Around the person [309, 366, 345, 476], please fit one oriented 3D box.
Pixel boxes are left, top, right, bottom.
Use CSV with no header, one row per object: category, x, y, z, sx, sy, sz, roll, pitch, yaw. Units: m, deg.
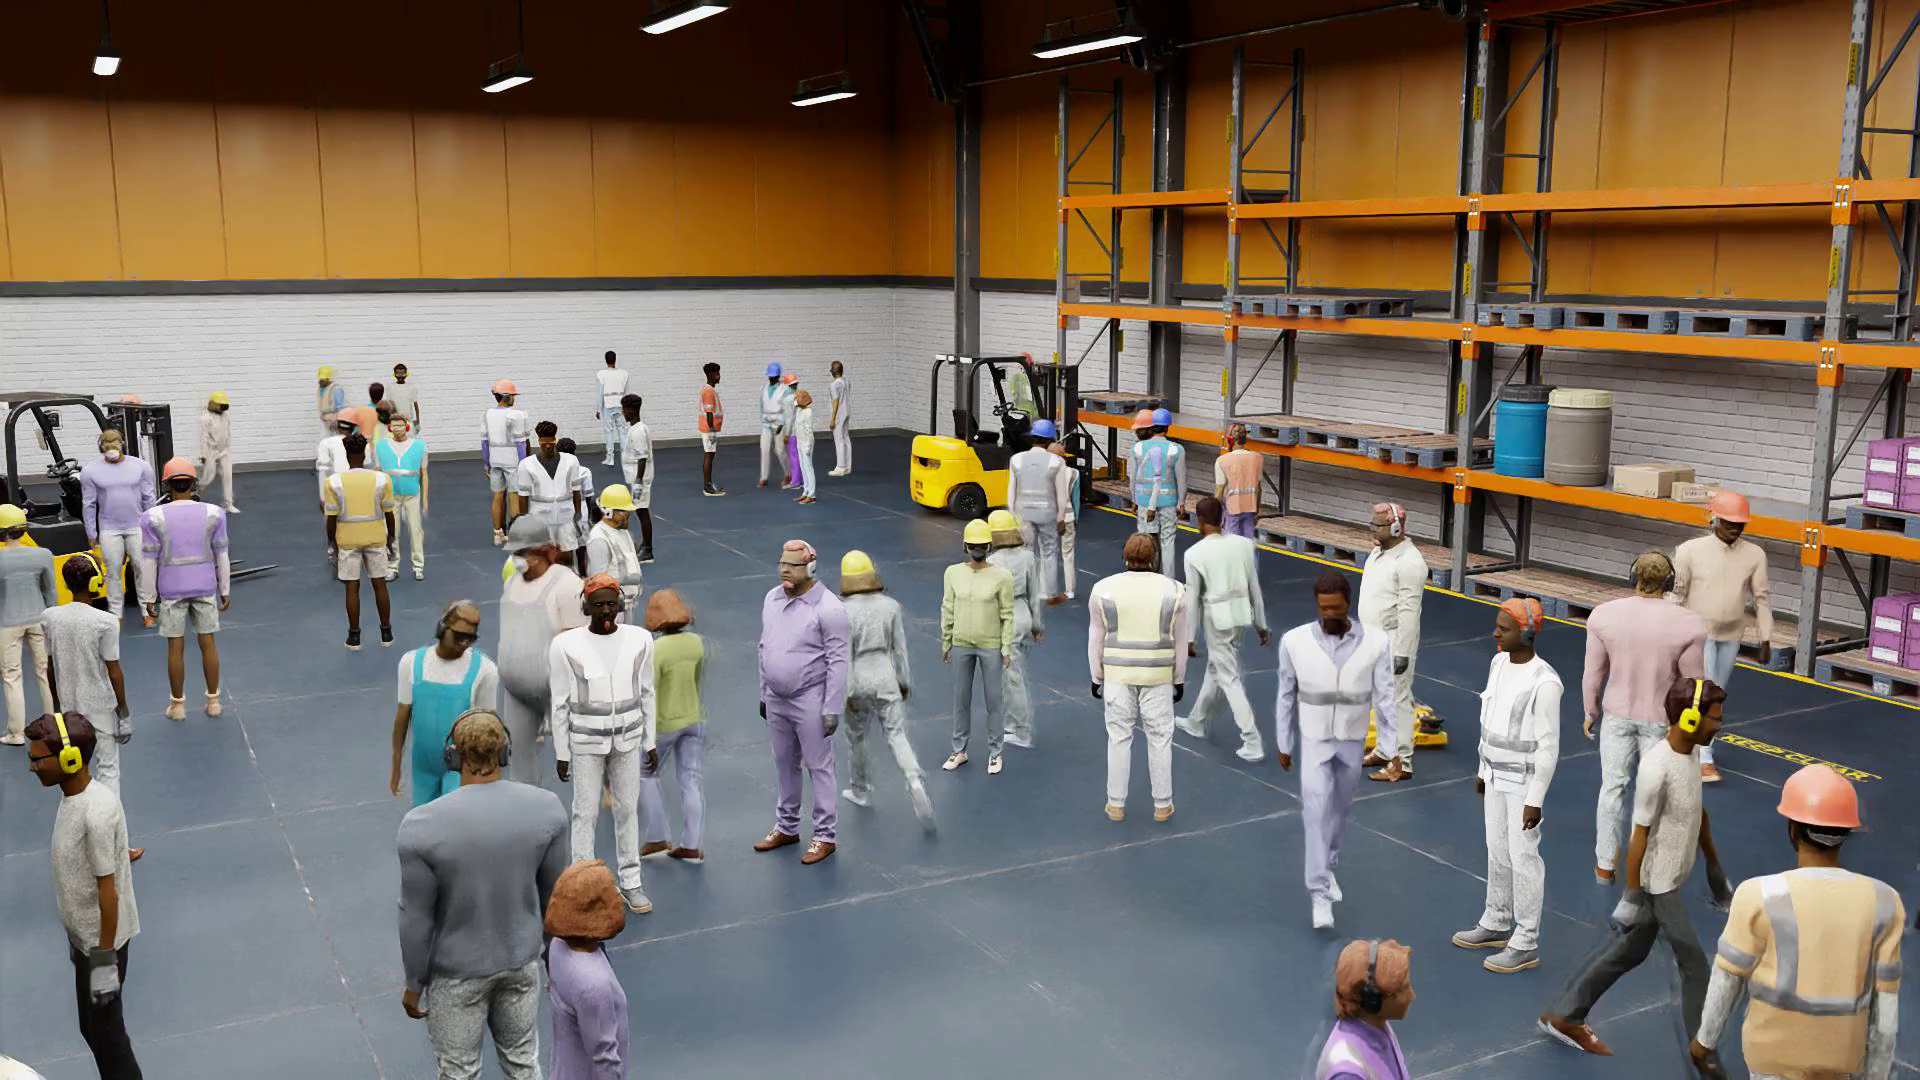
person,-10.031,-1.896,26.508,0.617,1.775,0.910,6,12,31

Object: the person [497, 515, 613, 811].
person,-2.501,0.794,10.291,0.681,2.000,0.877,5,11,28

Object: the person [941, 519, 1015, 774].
person,0.118,0.728,11.451,0.526,1.772,0.303,3,10,18

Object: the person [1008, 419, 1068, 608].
person,0.782,-0.240,16.639,0.621,1.918,0.647,3,10,17

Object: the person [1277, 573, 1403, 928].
person,2.033,1.114,8.904,0.623,1.873,0.924,0,10,0

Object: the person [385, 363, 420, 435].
person,-8.669,-1.819,25.868,0.509,1.860,0.334,-2,10,-13

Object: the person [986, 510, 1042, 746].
person,0.304,0.629,12.153,0.481,1.711,0.670,-10,14,-44

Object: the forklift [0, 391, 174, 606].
forklift,-9.026,-0.363,16.508,1.214,2.155,2.313,6,11,29

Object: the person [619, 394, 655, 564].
person,-3.711,-0.708,19.166,0.377,1.960,0.609,-2,10,-10

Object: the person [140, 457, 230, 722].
person,-5.918,0.377,12.746,0.611,2.030,0.410,-7,12,-35

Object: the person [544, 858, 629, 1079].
person,-1.199,1.835,5.462,0.280,1.636,0.500,-5,11,-28

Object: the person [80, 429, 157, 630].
person,-7.944,-0.096,15.759,0.632,1.931,0.382,-5,11,-27

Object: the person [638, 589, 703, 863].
person,-1.718,1.092,9.787,0.514,1.613,0.511,7,12,36

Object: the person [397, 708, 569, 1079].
person,-1.749,1.570,6.165,0.641,1.927,0.386,-7,12,-36

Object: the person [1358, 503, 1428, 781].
person,2.904,0.687,11.335,0.399,1.900,0.636,-2,10,-12

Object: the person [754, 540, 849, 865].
person,-0.961,0.941,9.816,0.646,1.913,0.409,7,12,37

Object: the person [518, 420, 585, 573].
person,-4.005,-0.206,16.322,0.616,1.951,0.388,-4,11,-24

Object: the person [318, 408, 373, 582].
person,-6.695,-0.490,18.146,0.577,1.877,0.832,-4,11,-24

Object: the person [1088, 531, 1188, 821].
person,1.119,0.861,10.479,0.624,1.844,0.430,1,10,6

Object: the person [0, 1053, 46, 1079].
person,-2.450,1.901,4.129,0.606,1.967,0.367,3,10,19

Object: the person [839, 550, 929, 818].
person,-0.514,0.927,10.532,0.506,1.695,0.811,-5,11,-28

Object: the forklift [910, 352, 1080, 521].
forklift,0.460,-1.461,22.833,2.313,2.155,1.214,-5,11,-28

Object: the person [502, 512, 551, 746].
person,-3.174,0.640,12.166,0.322,1.697,0.531,0,10,0

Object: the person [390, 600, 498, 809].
person,-2.690,1.174,8.789,0.562,1.803,0.733,0,10,2

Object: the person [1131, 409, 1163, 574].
person,1.965,-0.413,17.539,0.358,1.938,0.542,-2,10,-10

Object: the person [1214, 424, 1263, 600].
person,2.843,-0.266,16.995,0.567,1.836,0.381,-4,11,-23

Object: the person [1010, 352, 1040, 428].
person,1.145,-2.015,26.606,0.757,1.995,0.508,-4,11,-23

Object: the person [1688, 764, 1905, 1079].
person,2.788,1.673,5.656,0.548,1.899,0.923,-1,10,-3

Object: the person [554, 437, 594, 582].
person,-4.012,-0.204,17.028,0.541,1.696,0.315,-4,11,-21

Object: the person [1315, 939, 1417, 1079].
person,1.226,1.949,4.851,0.775,1.611,0.512,5,11,25

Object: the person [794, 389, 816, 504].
person,-2.224,-1.337,23.759,0.272,1.627,0.502,-4,11,-22

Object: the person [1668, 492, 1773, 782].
person,5.184,0.661,11.263,0.659,1.959,0.865,0,10,0

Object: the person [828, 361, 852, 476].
person,-1.928,-1.947,26.643,0.339,1.842,0.507,5,11,26

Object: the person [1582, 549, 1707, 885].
person,3.829,1.009,9.347,0.637,1.938,0.355,6,11,29

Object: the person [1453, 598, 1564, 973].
person,2.765,1.213,8.336,0.356,1.883,0.574,-2,10,-12

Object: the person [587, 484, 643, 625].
person,-2.646,0.472,12.792,0.403,1.819,0.601,1,10,5

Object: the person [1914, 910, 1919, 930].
person,5.311,1.144,8.619,0.391,1.924,0.550,-8,13,-39

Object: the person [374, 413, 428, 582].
person,-6.071,-0.470,18.128,0.565,1.846,0.390,-2,10,-13

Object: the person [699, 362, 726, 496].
person,-3.667,-1.641,24.520,0.373,1.966,0.607,-1,10,-8

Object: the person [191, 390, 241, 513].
person,-10.273,-1.213,22.816,0.703,1.709,0.498,5,11,25

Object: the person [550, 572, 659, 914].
person,-1.902,1.107,8.948,0.575,1.882,0.354,-5,11,-28

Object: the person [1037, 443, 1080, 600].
person,0.989,-0.185,17.118,0.519,1.633,0.314,-2,10,-10

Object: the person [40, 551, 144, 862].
person,-5.052,0.995,9.661,0.505,1.864,0.331,2,10,10

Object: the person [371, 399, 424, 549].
person,-6.818,-0.777,19.952,0.641,1.824,0.491,7,12,36

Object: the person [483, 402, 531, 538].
person,-5.650,-0.984,20.764,0.600,1.958,0.379,-5,11,-27

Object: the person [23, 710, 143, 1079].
person,-3.355,1.563,6.411,0.340,1.857,0.523,-8,13,-39

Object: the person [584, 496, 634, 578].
person,-2.772,0.487,13.087,0.334,1.693,0.537,5,11,27

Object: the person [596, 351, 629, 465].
person,-5.852,-2.216,28.043,0.606,1.916,0.439,-7,12,-36

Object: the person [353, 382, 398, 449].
person,-7.602,-1.110,21.687,0.602,1.894,0.754,-3,10,-16

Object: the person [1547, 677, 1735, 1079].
person,3.015,1.460,7.157,0.972,1.815,0.481,7,12,34

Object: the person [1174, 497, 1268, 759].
person,1.902,0.614,11.941,0.674,1.841,1.040,-7,12,-34

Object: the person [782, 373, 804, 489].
person,-2.530,-1.649,25.193,0.339,1.748,0.564,4,11,21

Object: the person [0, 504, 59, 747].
person,-6.838,0.615,12.107,0.304,1.771,0.532,9,13,42

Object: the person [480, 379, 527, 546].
person,-5.522,-0.936,20.258,0.609,2.040,0.394,4,11,22

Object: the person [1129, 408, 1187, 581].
person,2.089,-0.409,17.487,0.618,1.944,0.397,4,11,23

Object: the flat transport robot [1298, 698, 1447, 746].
flat transport robot,3.096,1.270,12.637,0.652,0.197,1.431,-1,10,-8

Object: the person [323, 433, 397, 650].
person,-5.407,0.010,15.024,0.613,1.962,0.367,-5,11,-26

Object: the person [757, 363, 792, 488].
person,-2.783,-1.734,25.193,0.630,1.917,0.625,5,11,28
